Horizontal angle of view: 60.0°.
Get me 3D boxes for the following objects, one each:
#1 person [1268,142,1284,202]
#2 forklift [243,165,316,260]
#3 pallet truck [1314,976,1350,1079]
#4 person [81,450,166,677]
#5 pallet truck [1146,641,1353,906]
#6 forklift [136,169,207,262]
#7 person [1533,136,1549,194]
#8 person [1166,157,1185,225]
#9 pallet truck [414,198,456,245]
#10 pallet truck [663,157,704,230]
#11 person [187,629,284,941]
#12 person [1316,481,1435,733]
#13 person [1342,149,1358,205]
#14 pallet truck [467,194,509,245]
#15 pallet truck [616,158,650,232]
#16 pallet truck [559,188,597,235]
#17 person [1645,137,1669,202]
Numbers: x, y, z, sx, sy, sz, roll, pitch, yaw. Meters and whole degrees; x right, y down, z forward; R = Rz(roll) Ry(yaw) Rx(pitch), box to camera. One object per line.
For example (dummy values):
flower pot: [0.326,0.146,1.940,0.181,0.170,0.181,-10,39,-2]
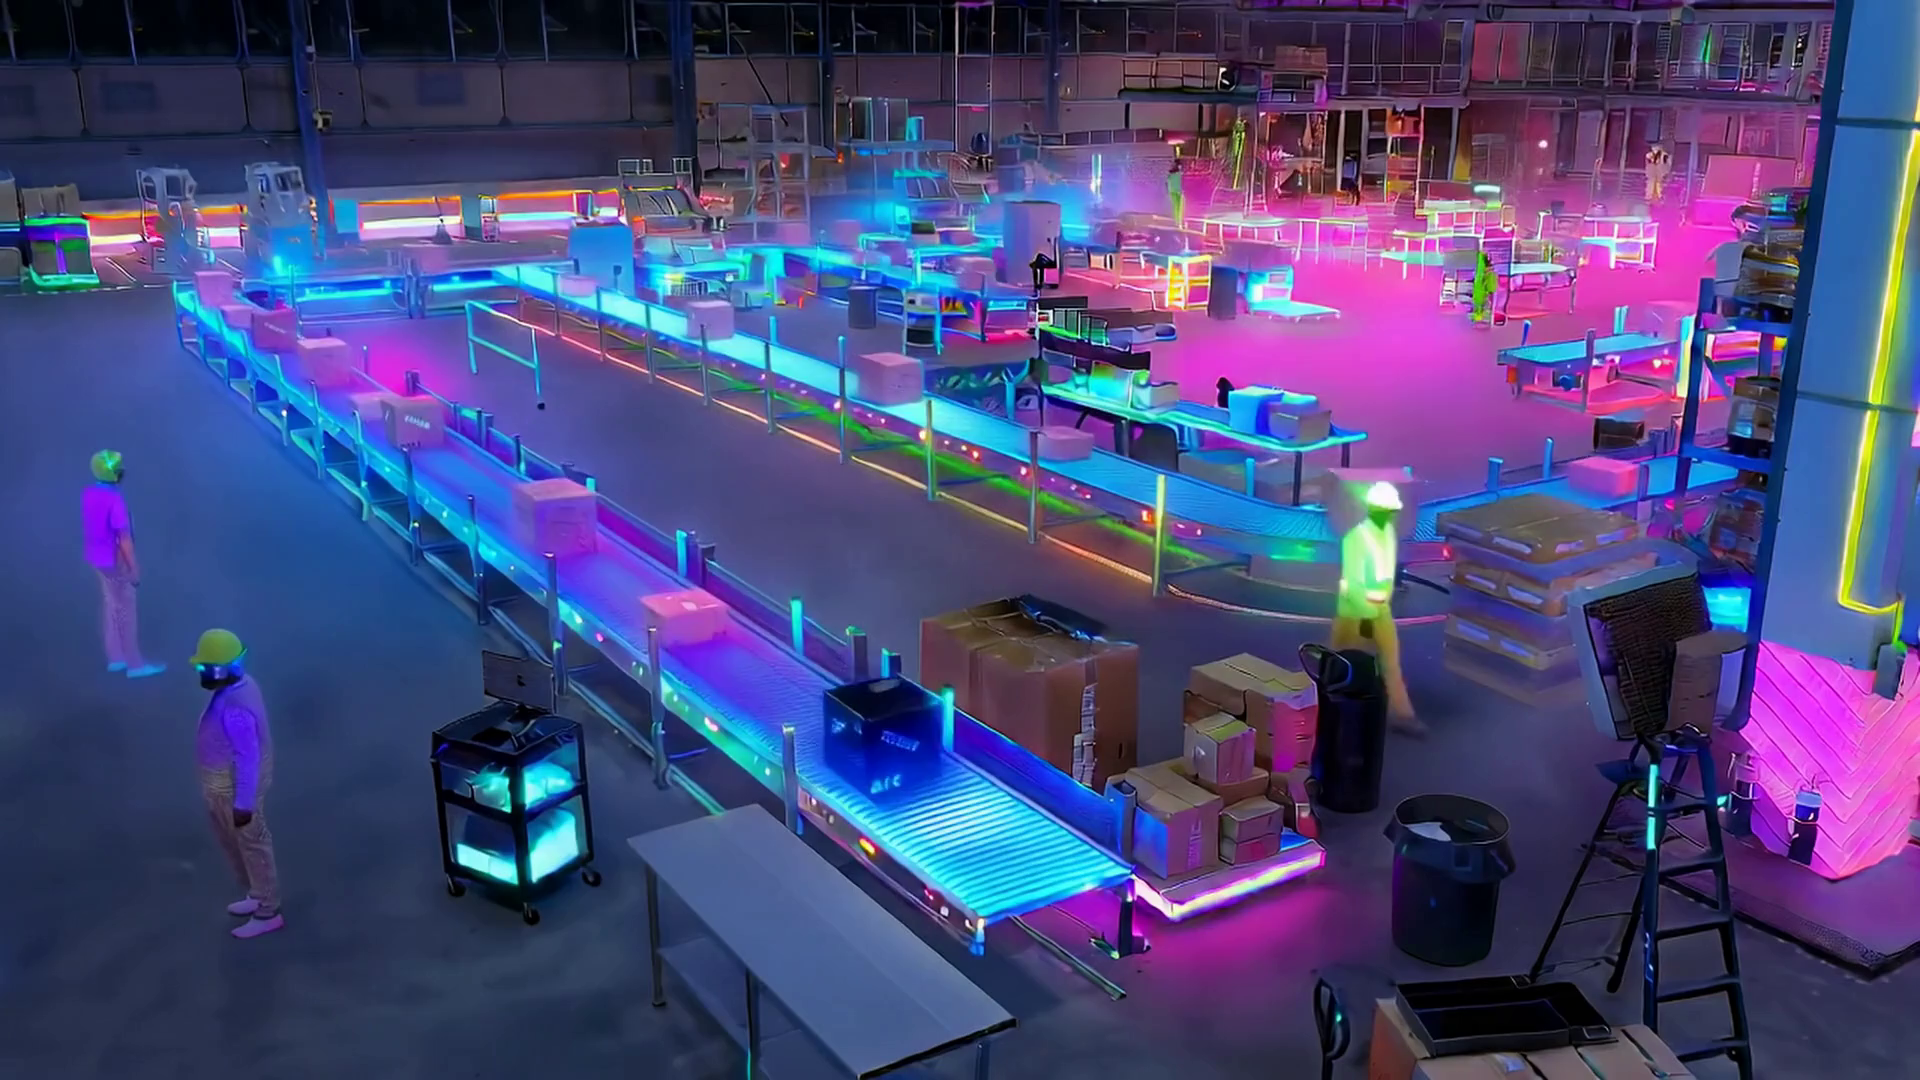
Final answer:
person: [10.030,-11.700,52.869,0.591,1.872,0.576,-10,19,-30]
forklift: [-15.898,-7.669,38.708,1.157,1.987,2.680,-11,20,-33]
pallet truck: [2.299,2.390,7.086,1.601,1.201,0.680,-2,17,-7]
person: [-6.782,0.193,13.336,0.565,1.845,0.387,12,21,35]
pallet truck: [1.664,1.407,10.232,1.630,1.274,0.653,-10,20,-31]
forklift: [-17.842,-7.318,37.559,1.157,1.987,2.680,-10,20,-31]
person: [19.440,-12.555,55.657,0.417,1.912,0.588,16,23,42]
person: [6.004,-9.715,46.279,0.516,1.865,0.329,4,17,15]
pallet truck: [-13.250,-8.060,41.856,0.680,1.201,1.601,-10,20,-31]
pallet truck: [-7.586,-9.308,44.692,0.823,1.965,1.885,-11,20,-33]
person: [-4.097,1.372,9.435,0.404,1.830,0.603,-7,18,-23]
person: [3.030,0.497,12.257,0.607,1.896,1.016,-13,21,-37]
person: [11.959,-11.097,51.060,0.518,1.756,0.348,9,19,28]
pallet truck: [-11.983,-8.177,42.137,0.704,1.261,1.522,-11,20,-33]
pallet truck: [-8.918,-9.176,44.255,0.823,1.965,1.885,-9,19,-27]
pallet truck: [-10.010,-8.652,43.699,0.653,1.274,1.630,-10,20,-31]
person: [22.156,-11.793,52.889,0.689,2.000,0.539,8,18,25]
